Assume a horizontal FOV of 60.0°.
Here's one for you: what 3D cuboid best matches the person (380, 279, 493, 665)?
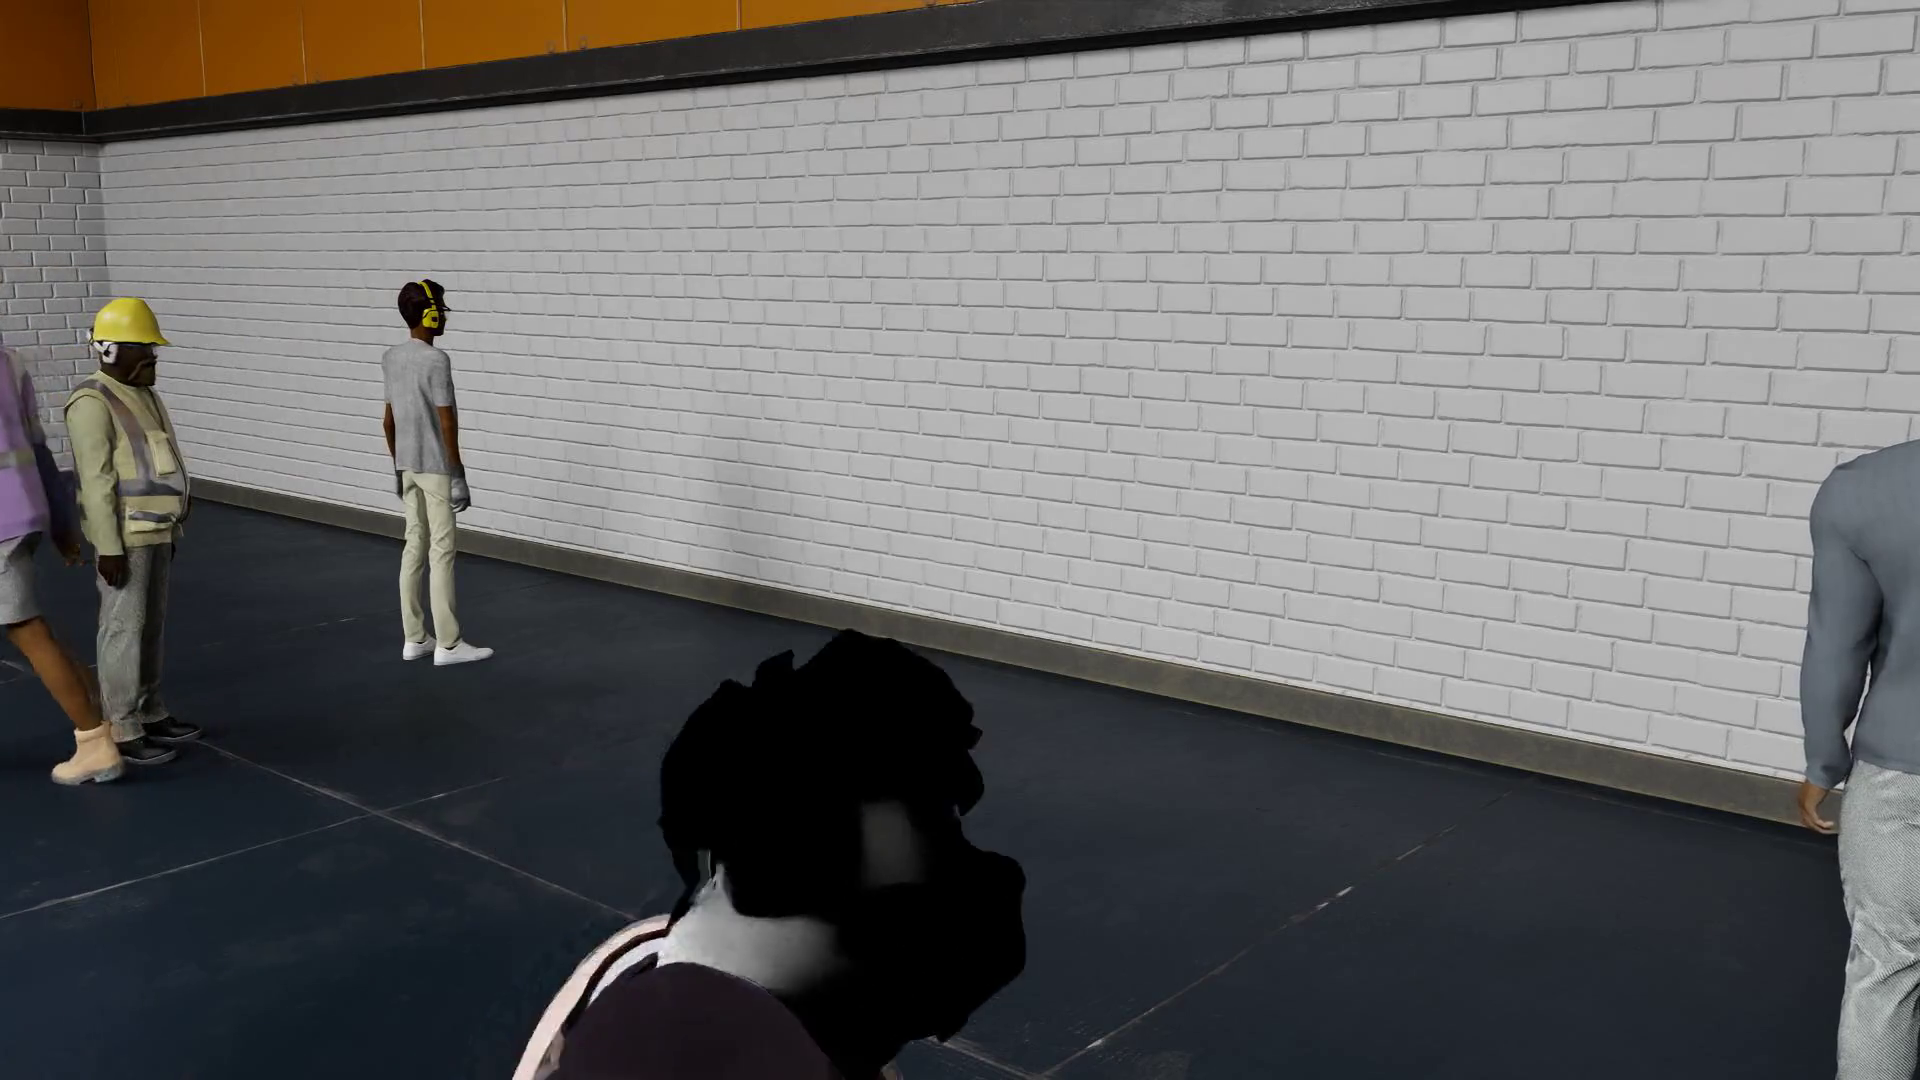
[{"bbox_3d":[-2.582,-0.326,8.118,0.517,1.874,0.328,7,12,35],"label":"person"}]

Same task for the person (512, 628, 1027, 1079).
[{"bbox_3d":[-0.165,0.932,1.091,0.619,1.827,0.645,-2,10,-13],"label":"person"}]

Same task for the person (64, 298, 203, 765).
[{"bbox_3d":[-3.266,-0.039,6.603,0.403,1.827,0.600,-1,10,-5],"label":"person"}]

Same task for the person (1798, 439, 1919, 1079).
[{"bbox_3d":[2.020,0.477,3.357,0.629,1.940,0.373,4,11,23],"label":"person"}]

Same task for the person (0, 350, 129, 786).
[{"bbox_3d":[-3.647,-0.048,6.192,1.041,1.977,0.638,0,10,0],"label":"person"}]
